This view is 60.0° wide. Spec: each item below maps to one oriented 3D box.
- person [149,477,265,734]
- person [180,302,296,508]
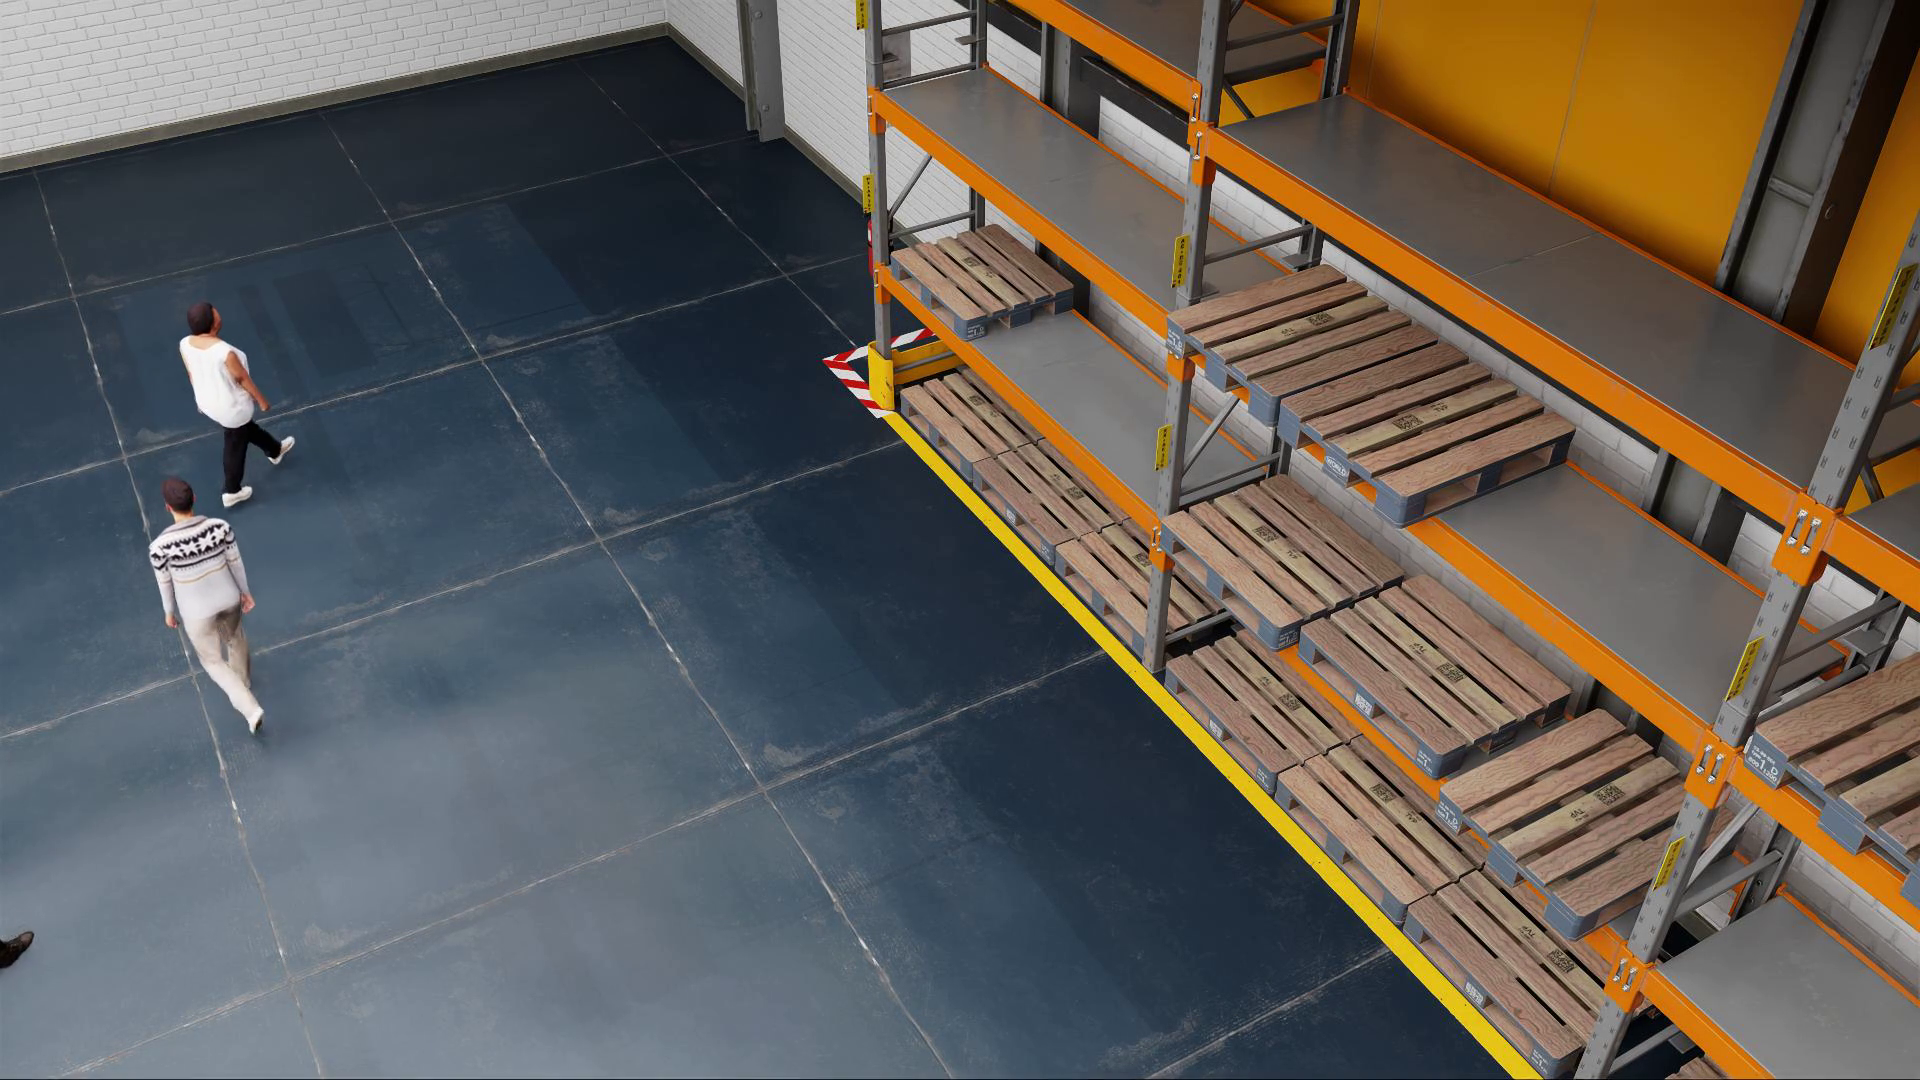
[{"bbox_3d":[-4.847,0.440,10.798,1.178,1.847,0.905,30,48,32],"label":"person"},{"bbox_3d":[-5.666,-1.017,12.788,1.140,1.641,1.077,19,42,22],"label":"person"}]
